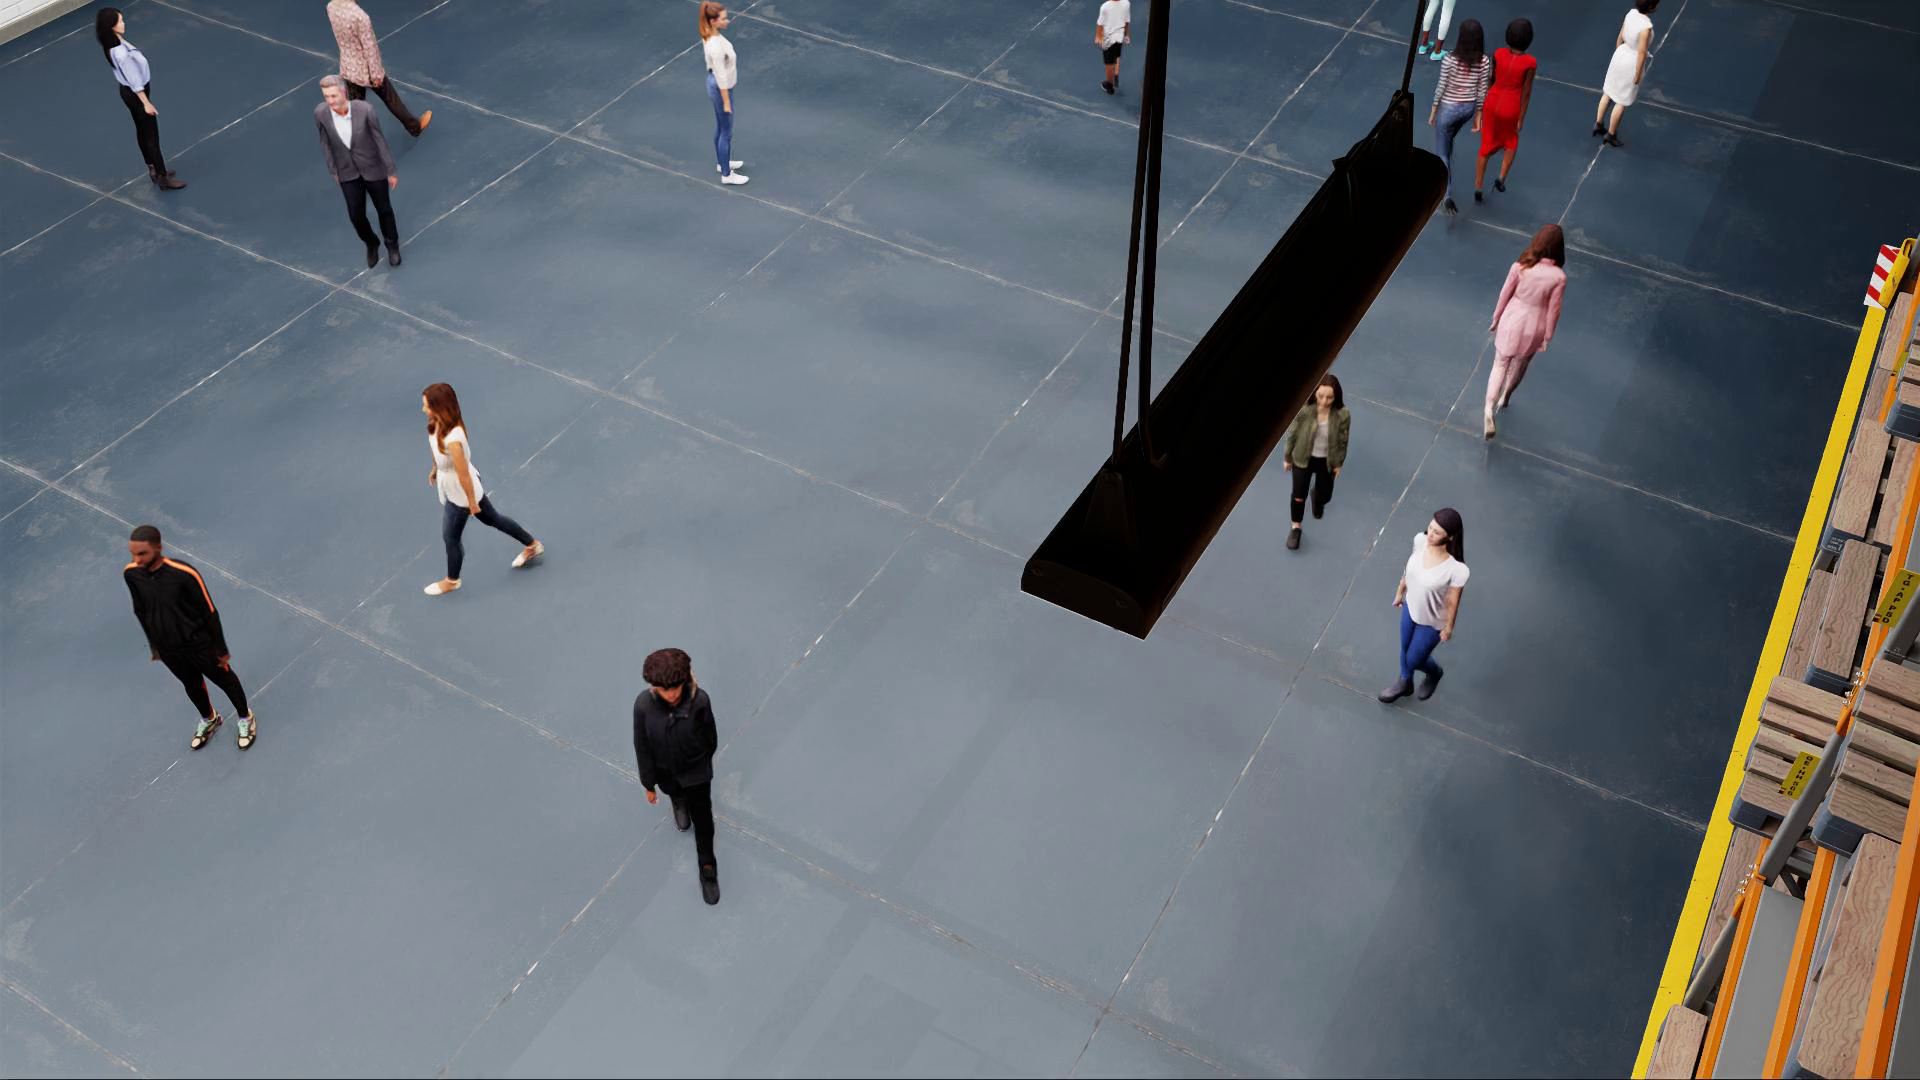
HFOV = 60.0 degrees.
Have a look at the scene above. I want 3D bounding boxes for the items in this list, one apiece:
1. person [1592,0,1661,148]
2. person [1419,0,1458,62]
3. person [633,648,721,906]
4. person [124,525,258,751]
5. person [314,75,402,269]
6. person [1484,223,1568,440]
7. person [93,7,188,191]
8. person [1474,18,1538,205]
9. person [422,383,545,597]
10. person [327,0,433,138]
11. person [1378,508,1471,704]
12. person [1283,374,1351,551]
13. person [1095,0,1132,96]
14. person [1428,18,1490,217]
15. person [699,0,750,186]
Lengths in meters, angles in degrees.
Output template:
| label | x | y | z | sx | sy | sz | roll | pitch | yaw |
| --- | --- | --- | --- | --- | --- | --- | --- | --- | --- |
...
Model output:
| label | x | y | z | sx | sy | sz | roll | pitch | yaw |
| --- | --- | --- | --- | --- | --- | --- | --- | --- | --- |
| person | 6.353 | -4.515 | 15.837 | 0.700 | 1.554 | 0.638 | -10 | 45 | -10 |
| person | 5.017 | -5.796 | 17.058 | 0.644 | 1.725 | 0.641 | -28 | 50 | -26 |
| person | -1.660 | 1.226 | 9.670 | 1.060 | 1.748 | 1.182 | -7 | 44 | -7 |
| person | -4.780 | 0.599 | 10.285 | 0.706 | 1.808 | 0.701 | 1 | 44 | 1 |
| person | -5.131 | -3.209 | 14.275 | 0.845 | 1.818 | 0.900 | -10 | 44 | -10 |
| person | 4.219 | -1.533 | 12.545 | 0.672 | 1.778 | 1.048 | 18 | 47 | 18 |
| person | -7.521 | -4.029 | 15.187 | 0.692 | 1.747 | 0.723 | -28 | 50 | -26 |
| person | 4.842 | -3.805 | 14.967 | 0.588 | 1.726 | 0.680 | 24 | 48 | 23 |
| person | -3.304 | -0.381 | 11.356 | 1.133 | 1.750 | 1.023 | -14 | 45 | -14 |
| person | -5.635 | -4.349 | 15.508 | 0.690 | 1.768 | 1.119 | 20 | 47 | 20 |
| person | 3.021 | 0.440 | 10.549 | 0.807 | 1.673 | 0.754 | -21 | 48 | -21 |
| person | 2.516 | -0.612 | 11.803 | 0.709 | 1.467 | 0.814 | 8 | 44 | 9 |
| person | 1.555 | -5.021 | 16.586 | 0.566 | 1.253 | 0.644 | -17 | 46 | -17 |
| person | 4.433 | -3.719 | 14.858 | 0.989 | 1.752 | 1.124 | -2 | 44 | -2 |
| person | -2.199 | -4.117 | 15.299 | 0.733 | 1.720 | 0.666 | -9 | 44 | -9 |
